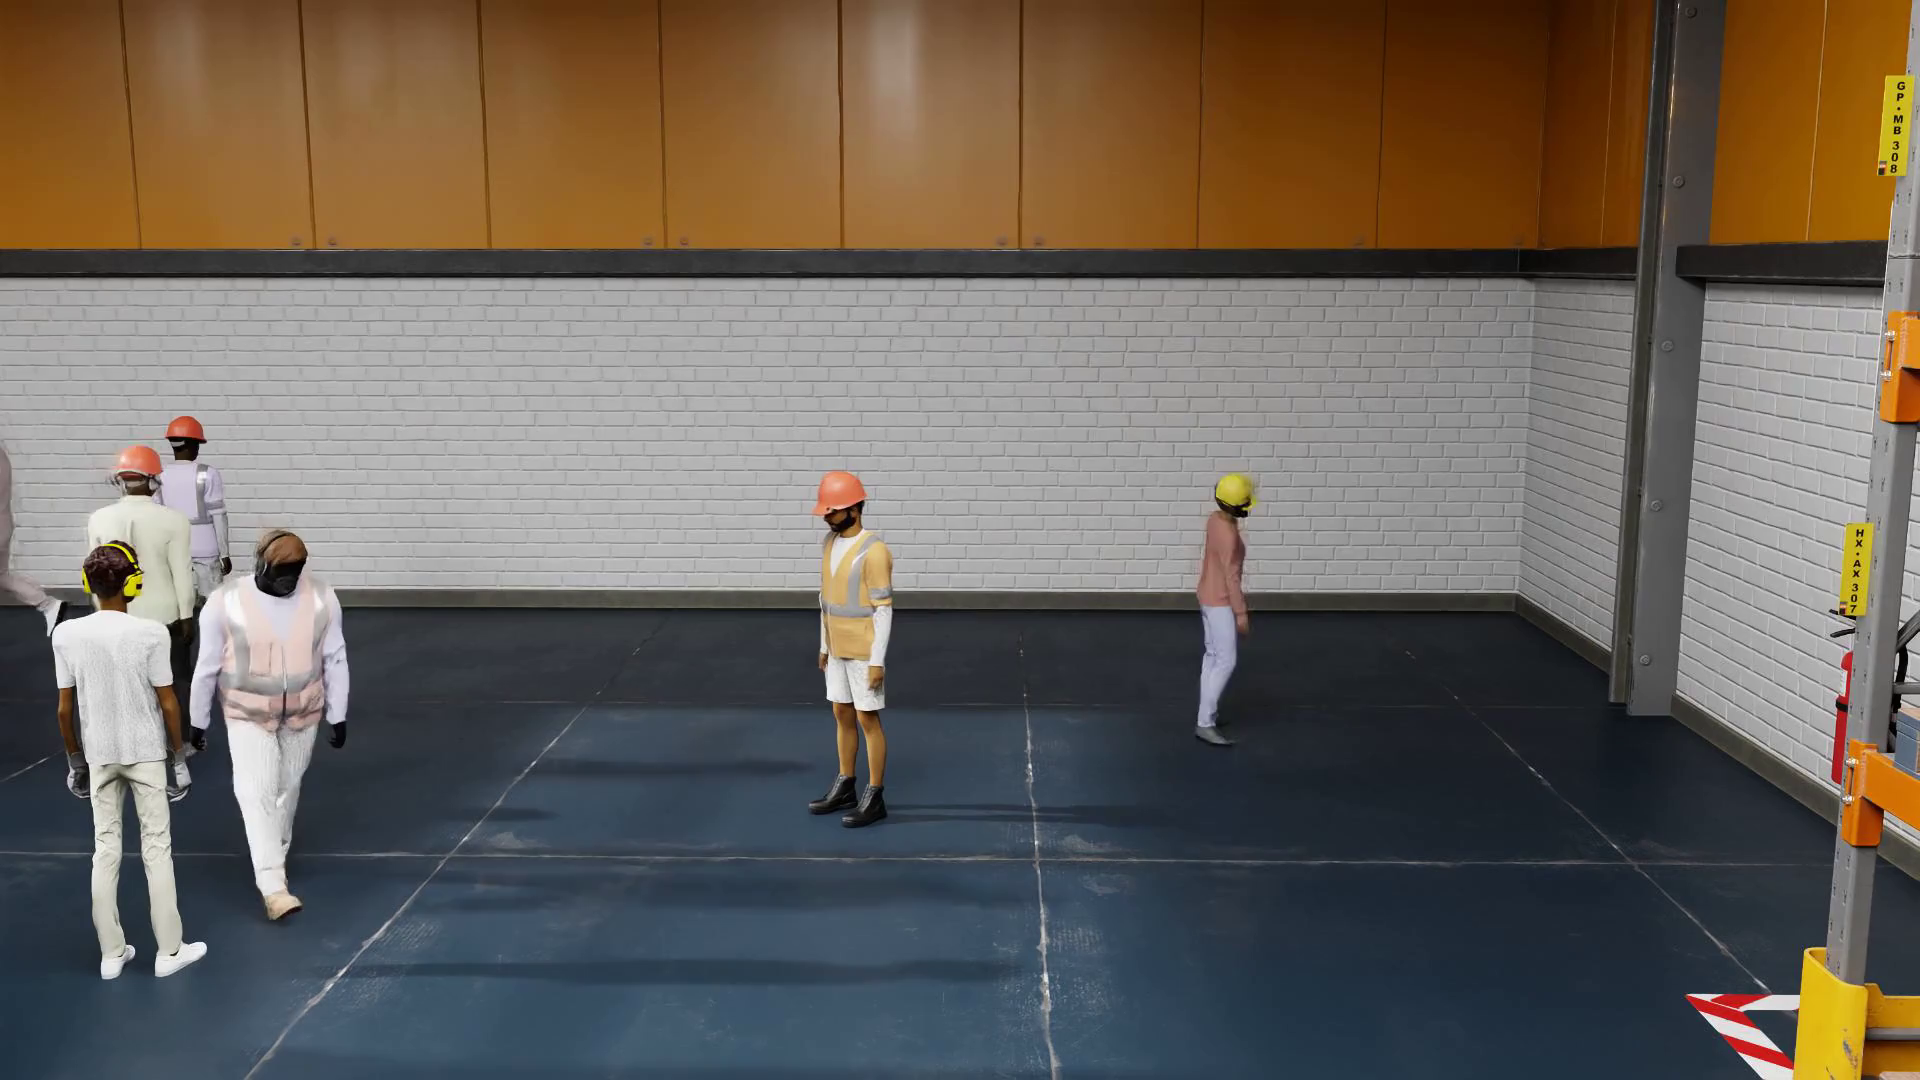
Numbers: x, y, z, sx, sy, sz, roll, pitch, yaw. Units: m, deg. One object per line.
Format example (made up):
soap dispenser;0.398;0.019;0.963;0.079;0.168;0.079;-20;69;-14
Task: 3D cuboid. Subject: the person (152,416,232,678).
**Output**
person;-5.520;0.074;11.972;0.543;1.928;0.374;0;9;-3

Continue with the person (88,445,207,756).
person;-4.845;0.422;9.827;0.629;1.965;0.954;0;9;-1

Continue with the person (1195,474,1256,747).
person;1.653;0.423;10.513;0.333;1.718;0.640;0;9;-1

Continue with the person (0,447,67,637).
person;-7.497;-0.068;12.972;0.749;1.883;0.649;-4;10;-23

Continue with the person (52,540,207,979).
person;-3.514;0.928;7.024;0.514;1.872;0.328;-1;9;-3

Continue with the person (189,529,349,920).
person;-3.184;0.847;7.761;0.685;1.786;0.922;-7;12;-36

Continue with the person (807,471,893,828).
person;-0.597;0.582;8.934;0.388;1.926;0.546;-7;12;-38
